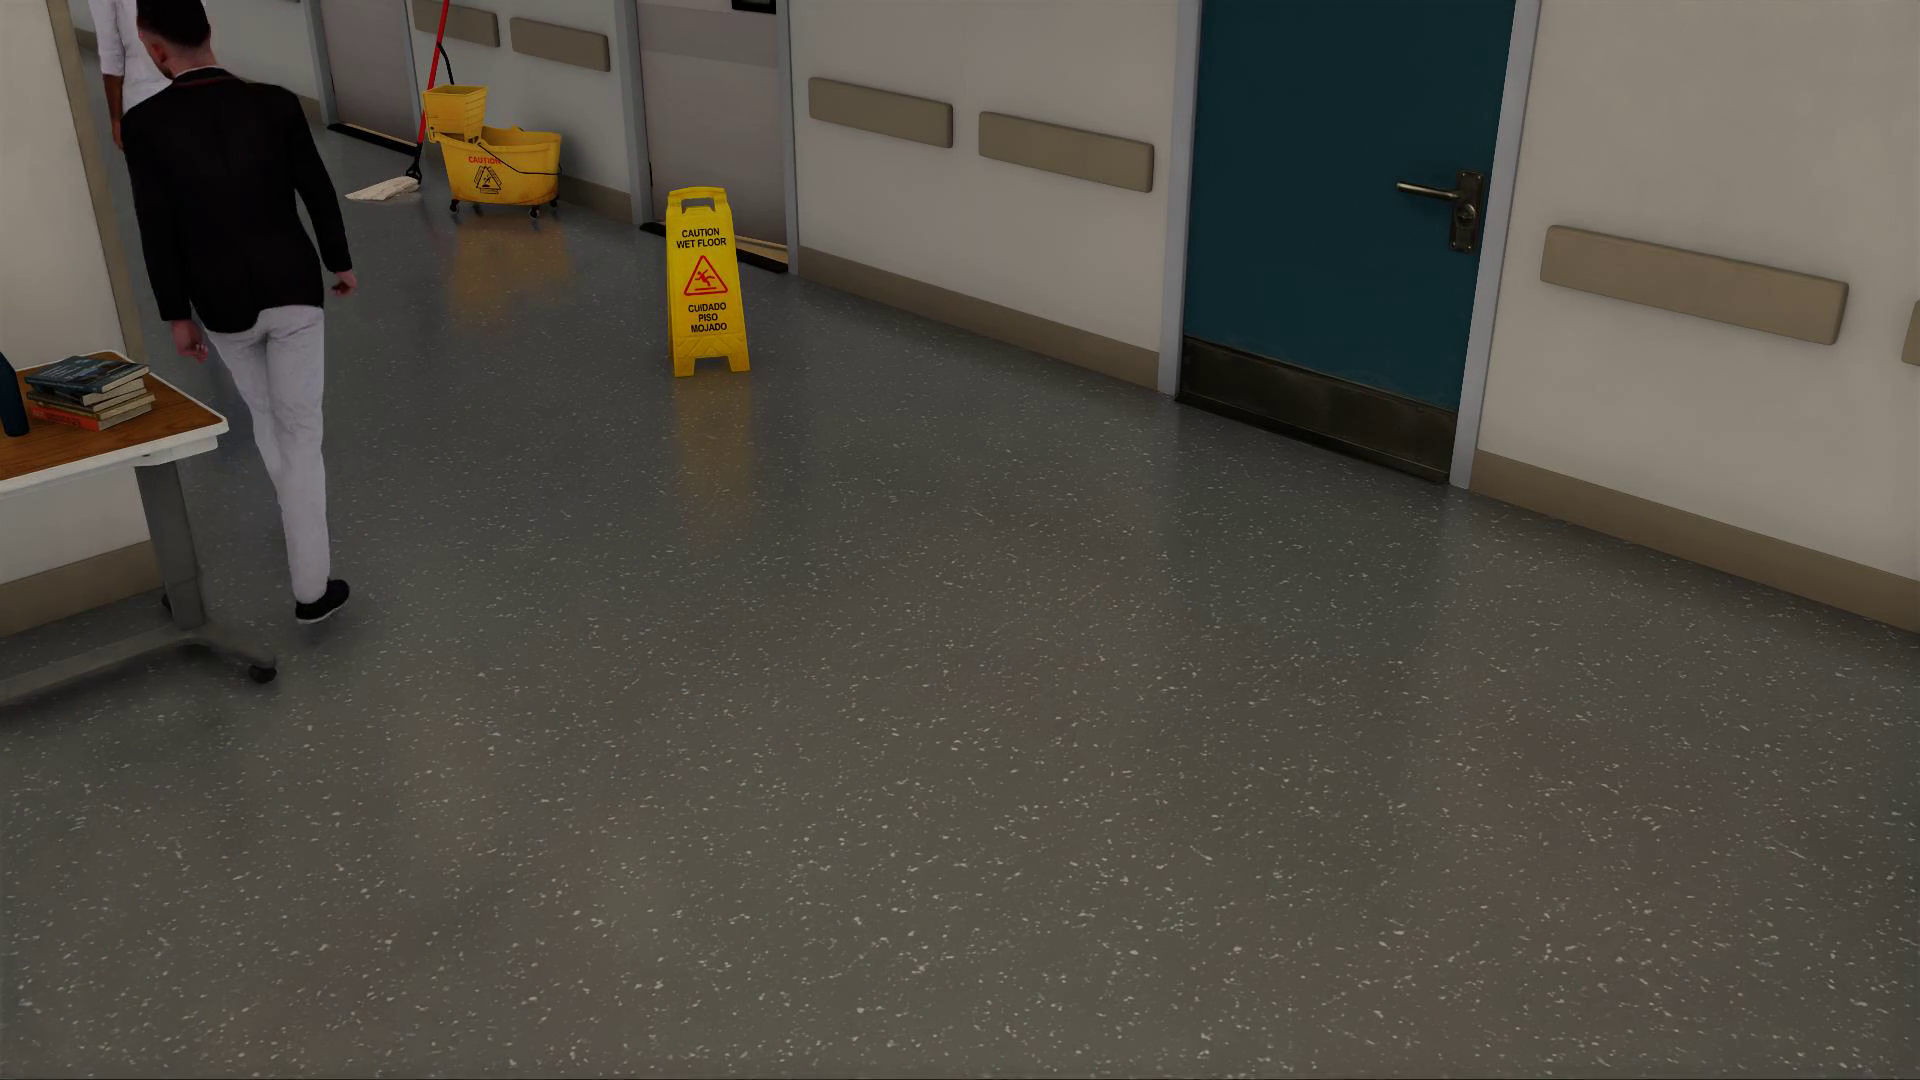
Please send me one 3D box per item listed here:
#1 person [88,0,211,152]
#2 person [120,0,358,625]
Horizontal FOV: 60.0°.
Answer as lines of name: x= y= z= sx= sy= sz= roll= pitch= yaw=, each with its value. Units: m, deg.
person: x=-3.567 y=-1.926 z=7.487 sx=0.661 sy=1.793 sz=1.034 roll=-21 pitch=33 yaw=-37
person: x=-2.011 y=-0.613 z=4.780 sx=1.053 sy=1.778 sz=1.277 roll=-7 pitch=27 yaw=-14
